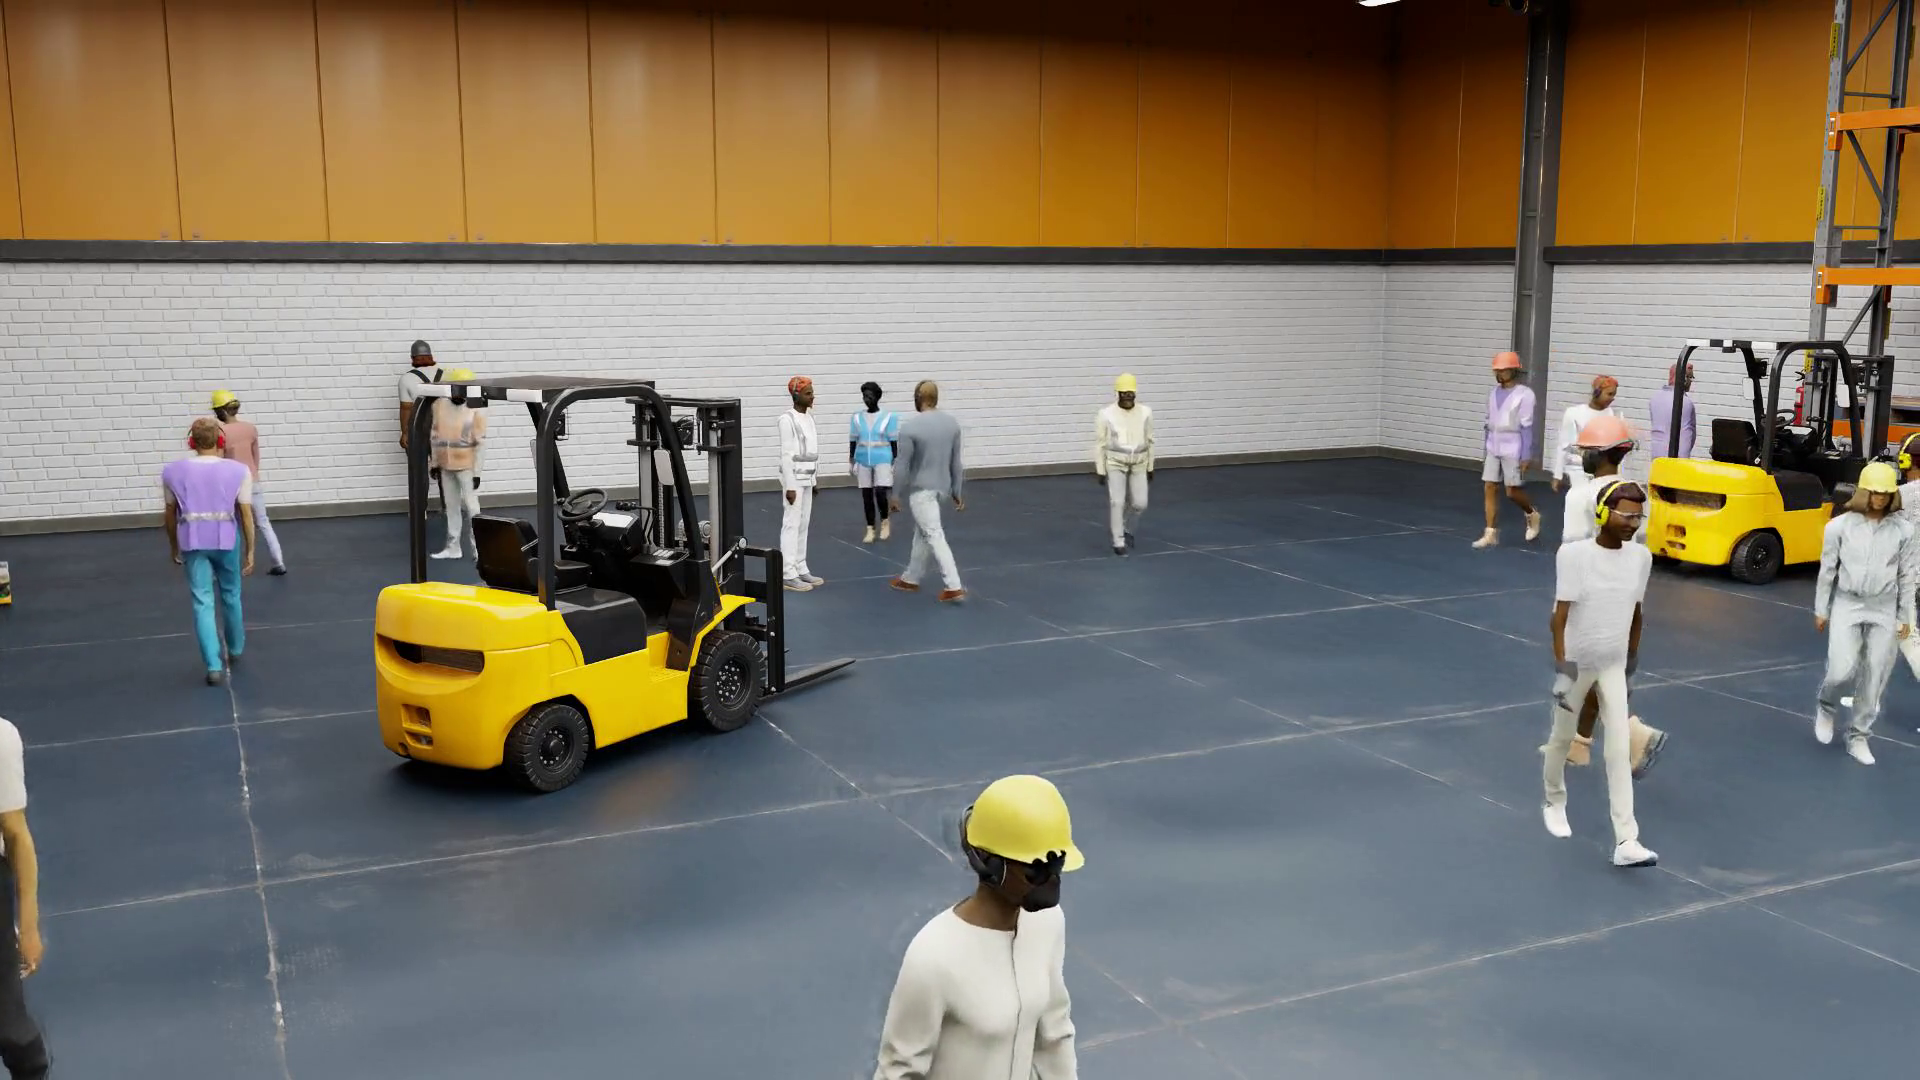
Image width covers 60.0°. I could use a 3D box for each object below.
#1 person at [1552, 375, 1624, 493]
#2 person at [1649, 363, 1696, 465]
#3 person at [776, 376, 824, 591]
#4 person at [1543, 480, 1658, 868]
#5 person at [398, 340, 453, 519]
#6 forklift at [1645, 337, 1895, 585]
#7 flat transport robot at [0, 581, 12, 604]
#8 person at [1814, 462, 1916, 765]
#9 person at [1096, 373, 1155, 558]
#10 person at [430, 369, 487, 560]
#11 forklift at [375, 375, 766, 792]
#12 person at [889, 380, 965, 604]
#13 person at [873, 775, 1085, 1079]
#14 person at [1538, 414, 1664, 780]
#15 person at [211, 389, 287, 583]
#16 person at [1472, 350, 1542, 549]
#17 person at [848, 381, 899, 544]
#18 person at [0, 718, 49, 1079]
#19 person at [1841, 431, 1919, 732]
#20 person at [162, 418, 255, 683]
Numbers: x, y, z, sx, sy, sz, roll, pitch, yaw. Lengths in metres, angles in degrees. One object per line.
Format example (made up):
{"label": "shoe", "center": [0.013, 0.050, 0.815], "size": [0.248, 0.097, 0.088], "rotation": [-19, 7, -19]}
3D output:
{"label": "person", "center": [5.806, -0.582, 15.268], "size": [0.619, 1.855, 0.616], "rotation": [0, 9, -2]}
{"label": "person", "center": [7.154, -0.828, 16.666], "size": [0.403, 1.900, 0.637], "rotation": [-1, 9, -6]}
{"label": "person", "center": [-1.412, -0.501, 14.680], "size": [0.357, 1.883, 0.573], "rotation": [3, 10, 18]}
{"label": "person", "center": [3.046, 0.626, 7.914], "size": [0.532, 1.806, 1.017], "rotation": [0, 9, -2]}
{"label": "person", "center": [-6.090, -1.262, 18.912], "size": [0.536, 2.000, 0.688], "rotation": [9, 13, 44]}
{"label": "forklift", "center": [7.551, -0.789, 15.507], "size": [2.313, 2.155, 1.214], "rotation": [-4, 10, -25]}
{"label": "flat transport robot", "center": [-8.526, 0.371, 14.258], "size": [0.652, 0.197, 1.431], "rotation": [-5, 11, -30]}
{"label": "person", "center": [5.167, 0.407, 9.506], "size": [0.501, 1.729, 0.405], "rotation": [1, 9, 7]}
{"label": "person", "center": [1.619, -0.732, 16.314], "size": [0.612, 1.817, 0.433], "rotation": [-2, 9, -11]}
{"label": "person", "center": [-4.870, -0.712, 16.026], "size": [0.723, 1.879, 0.382], "rotation": [3, 10, 20]}
{"label": "forklift", "center": [-2.268, 0.149, 9.685], "size": [1.214, 2.155, 2.313], "rotation": [6, 11, 32]}
{"label": "person", "center": [-0.267, -0.416, 14.155], "size": [0.647, 1.893, 1.011], "rotation": [-9, 13, -44]}
{"label": "person", "center": [0.102, 1.353, 3.660], "size": [0.932, 1.711, 0.544], "rotation": [6, 11, 35]}
{"label": "person", "center": [3.550, 0.326, 9.118], "size": [0.625, 2.029, 0.735], "rotation": [-6, 11, -33]}
{"label": "person", "center": [-6.539, -0.489, 15.068], "size": [0.390, 1.755, 0.596], "rotation": [4, 10, 25]}
{"label": "person", "center": [5.573, -0.916, 16.843], "size": [0.788, 2.020, 0.617], "rotation": [-5, 11, -31]}
{"label": "person", "center": [-0.898, -0.789, 17.082], "size": [0.547, 1.680, 0.378], "rotation": [3, 10, 19]}
{"label": "person", "center": [-2.991, 1.105, 4.935], "size": [0.516, 1.824, 0.824], "rotation": [-3, 10, -17]}
{"label": "person", "center": [5.833, 0.252, 10.189], "size": [0.533, 1.833, 0.951], "rotation": [-3, 10, -17]}
{"label": "person", "center": [-5.192, 0.050, 11.548], "size": [0.565, 1.792, 0.959], "rotation": [-4, 10, -24]}
